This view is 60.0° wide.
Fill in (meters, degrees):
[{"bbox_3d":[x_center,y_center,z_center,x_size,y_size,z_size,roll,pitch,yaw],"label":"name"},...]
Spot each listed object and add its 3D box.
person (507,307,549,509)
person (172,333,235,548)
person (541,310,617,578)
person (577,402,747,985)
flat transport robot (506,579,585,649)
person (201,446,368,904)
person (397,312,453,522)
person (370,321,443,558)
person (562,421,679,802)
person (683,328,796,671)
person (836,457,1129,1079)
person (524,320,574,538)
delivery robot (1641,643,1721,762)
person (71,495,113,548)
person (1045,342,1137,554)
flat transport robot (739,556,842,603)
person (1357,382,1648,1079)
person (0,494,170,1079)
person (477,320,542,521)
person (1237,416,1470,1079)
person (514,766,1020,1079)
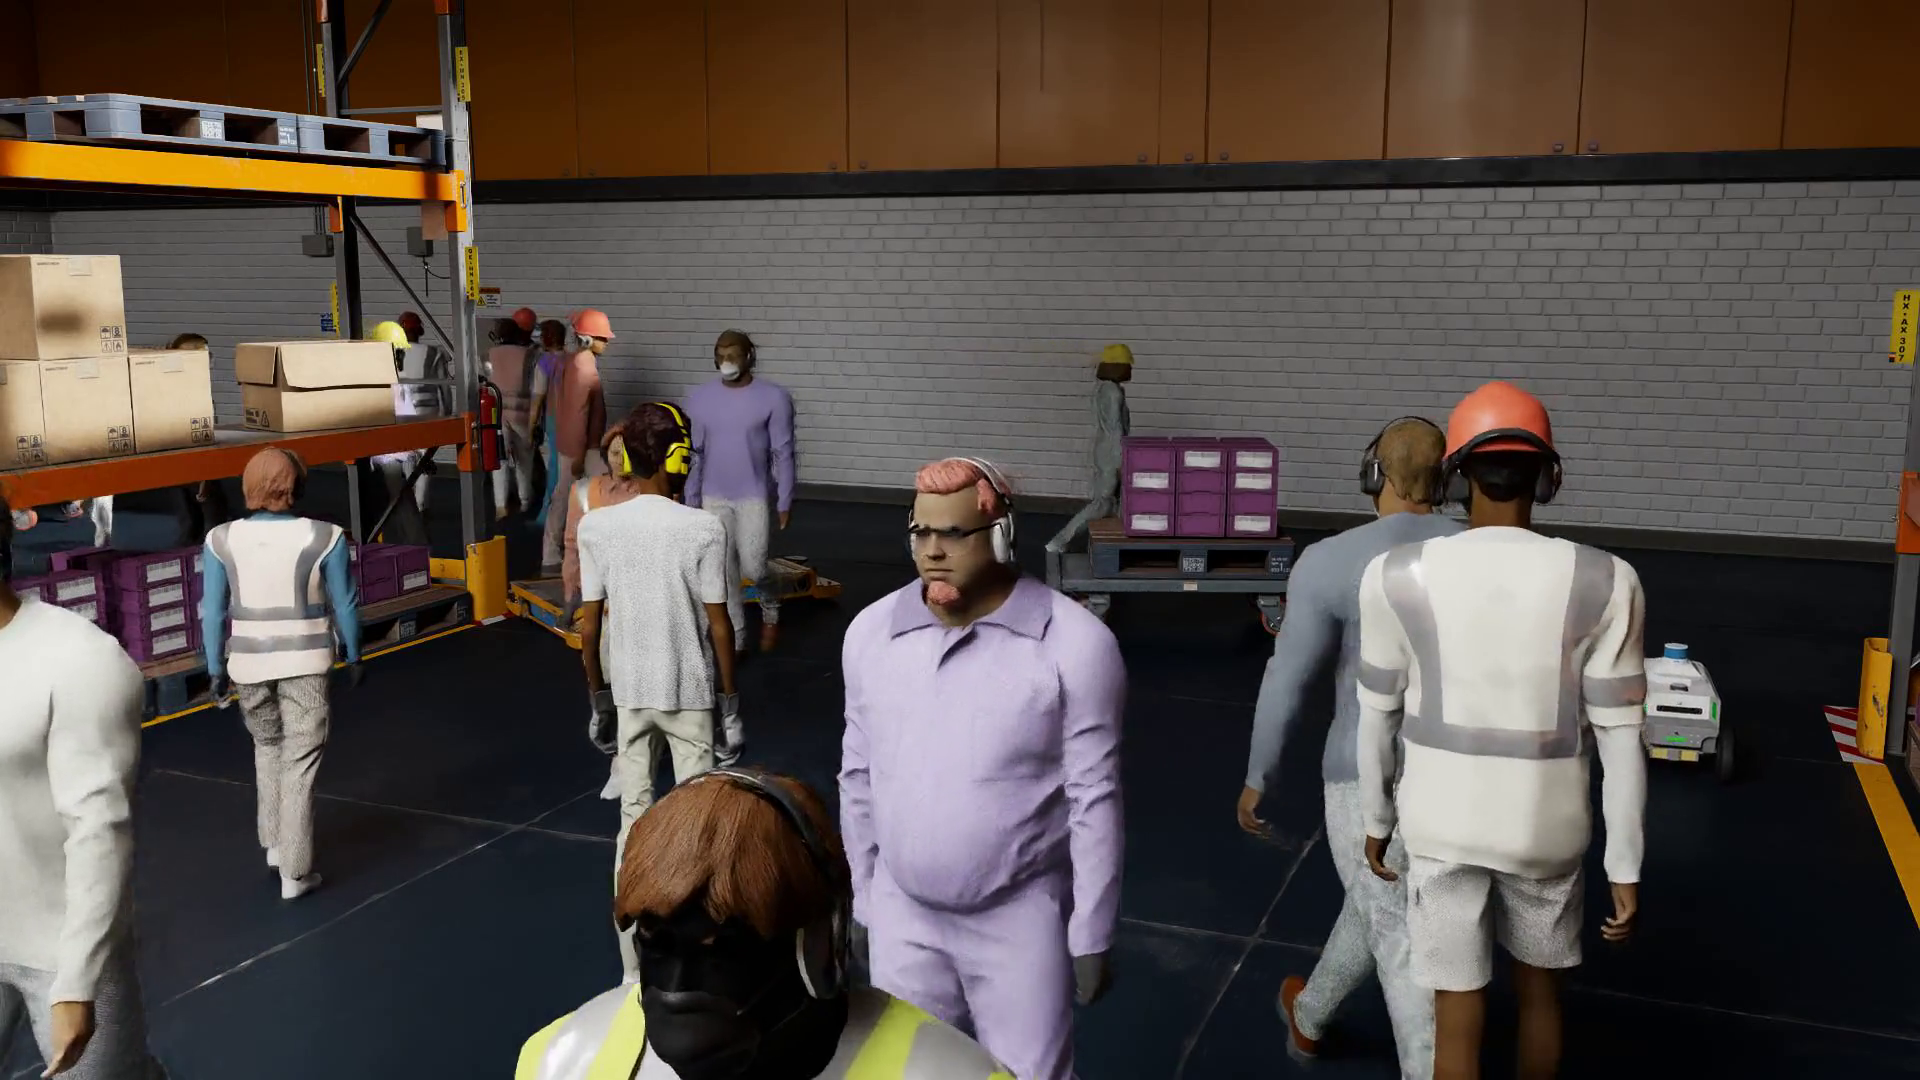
[{"bbox_3d":[-4.031,-1.214,15.451,0.626,1.888,0.469,8,13,41],"label":"person"},{"bbox_3d":[-5.008,-0.427,10.858,0.505,1.834,0.437,6,11,34],"label":"person"},{"bbox_3d":[-2.638,-0.697,12.152,0.999,1.933,0.603,-5,10,-26],"label":"person"},{"bbox_3d":[-0.899,0.511,5.086,0.517,1.865,0.327,2,10,12],"label":"person"},{"bbox_3d":[-2.318,0.424,10.423,0.652,0.197,1.431,-6,11,-31],"label":"flat transport robot"},{"bbox_3d":[-2.443,0.471,6.071,0.520,1.620,0.636,0,9,-1],"label":"person"},{"bbox_3d":[-4.861,-1.117,14.970,0.585,1.844,0.895,-1,9,-5],"label":"person"},{"bbox_3d":[-4.000,-0.606,11.803,0.974,1.873,0.604,0,9,3],"label":"person"},{"bbox_3d":[-1.442,0.274,7.230,0.531,1.617,0.602,2,10,12],"label":"person"},{"bbox_3d":[-1.248,-0.228,9.379,0.632,1.924,0.499,2,10,13],"label":"person"},{"bbox_3d":[0.058,0.751,3.555,0.647,1.893,0.674,4,10,24],"label":"person"},{"bbox_3d":[-3.425,-0.914,13.845,0.840,1.811,0.601,4,10,21],"label":"person"},{"bbox_3d":[3.230,0.712,7.538,0.477,0.478,0.707,3,10,19],"label":"delivery robot"},{"bbox_3d":[-6.800,-0.691,13.066,0.527,1.624,0.533,-1,9,-3],"label":"person"},{"bbox_3d":[1.052,-0.612,12.366,0.817,1.715,0.491,0,9,-2],"label":"person"},{"bbox_3d":[-1.578,0.298,11.185,1.431,0.197,0.652,-6,11,-31],"label":"flat transport robot"},{"bbox_3d":[1.227,0.646,3.846,0.627,1.998,0.830,3,10,15],"label":"person"},{"bbox_3d":[-1.871,0.809,3.201,0.639,1.882,1.026,2,10,10],"label":"person"},{"bbox_3d":[-4.070,-1.082,15.029,0.634,1.788,1.000,-1,9,-6],"label":"person"},{"bbox_3d":[1.109,0.623,4.392,0.714,1.876,0.981,-3,10,-18],"label":"person"},{"bbox_3d":[-0.174,1.092,1.745,0.632,1.808,0.910,3,10,16],"label":"person"}]
